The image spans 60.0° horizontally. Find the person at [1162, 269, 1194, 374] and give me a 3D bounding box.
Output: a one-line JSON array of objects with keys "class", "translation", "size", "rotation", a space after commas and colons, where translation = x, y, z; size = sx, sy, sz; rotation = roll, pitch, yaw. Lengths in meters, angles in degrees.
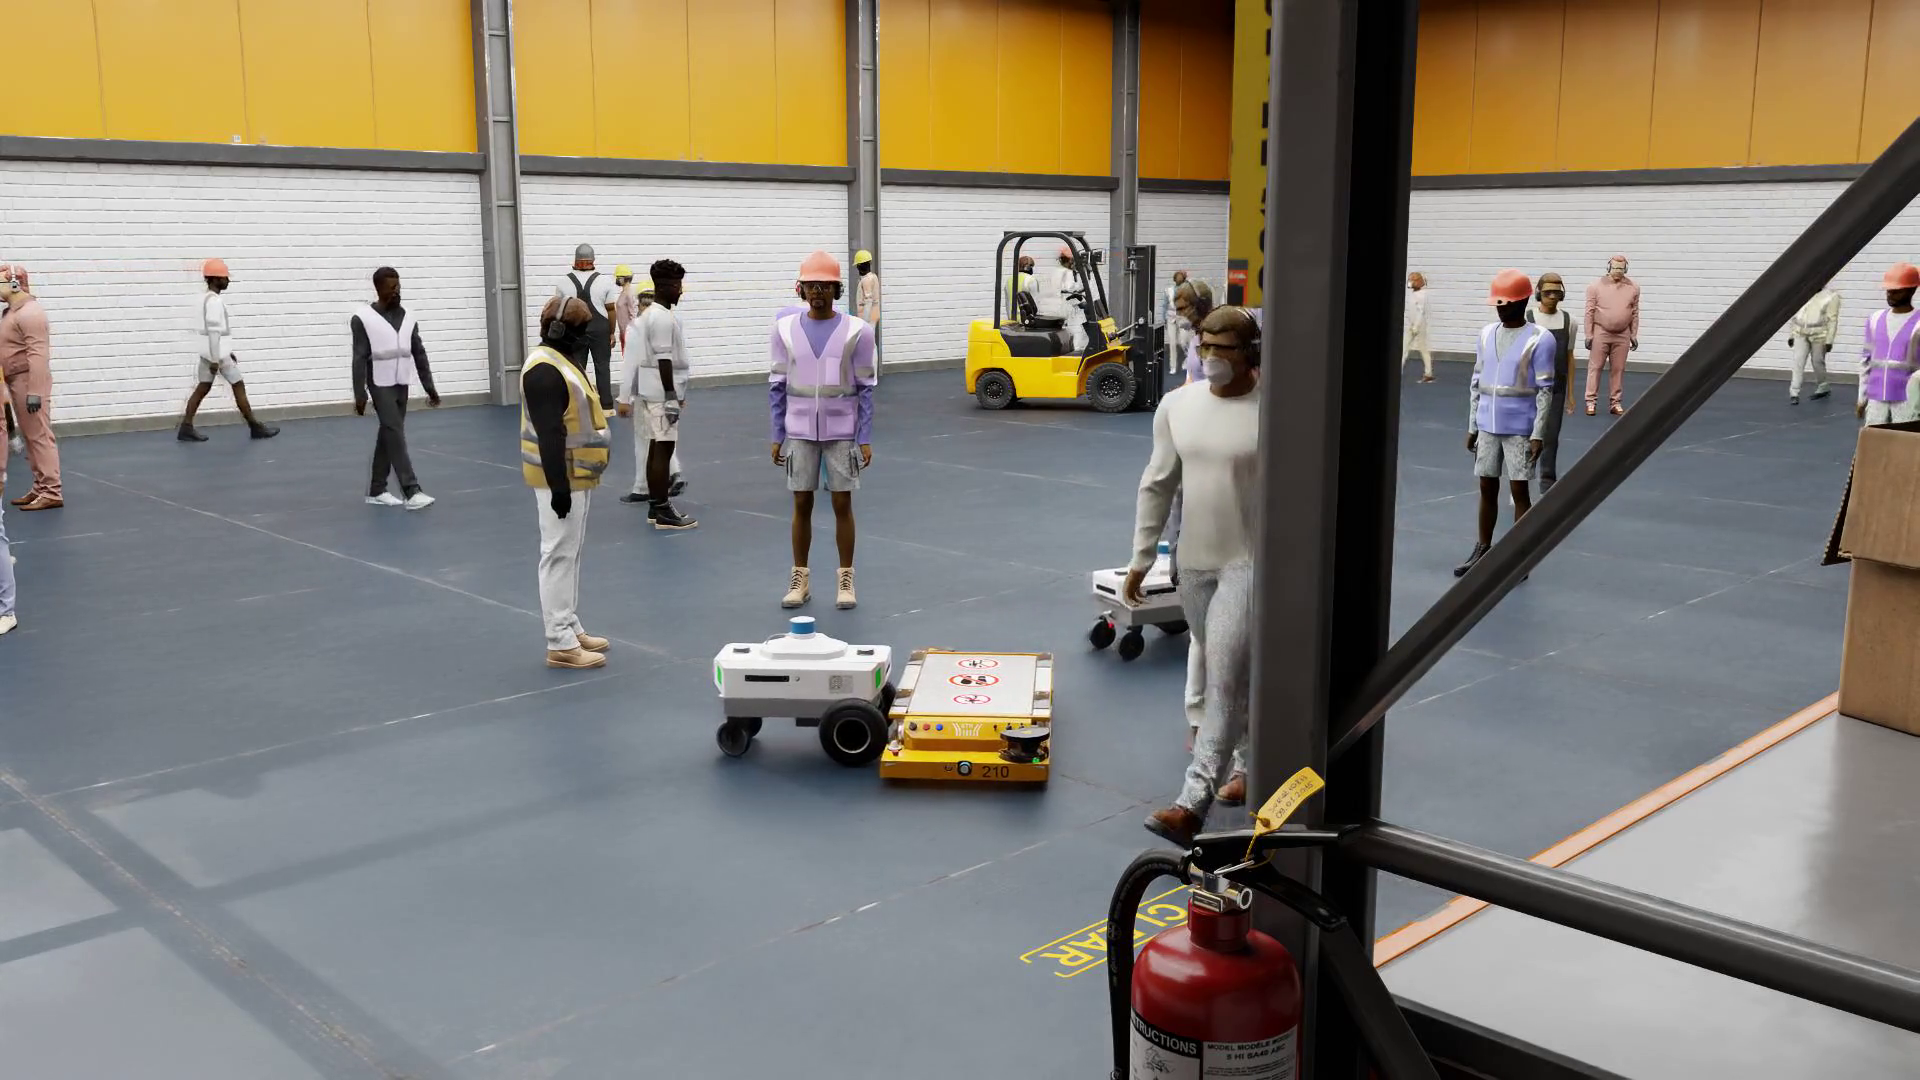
[{"class": "person", "translation": [3.375, -3.356, 25.590], "size": [0.528, 1.621, 0.403], "rotation": [5, 12, 26]}]

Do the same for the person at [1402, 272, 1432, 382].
[{"class": "person", "translation": [6.524, -3.074, 24.103], "size": [0.801, 1.594, 0.516], "rotation": [-2, 11, -10]}]

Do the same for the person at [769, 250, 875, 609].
[{"class": "person", "translation": [-0.790, -0.618, 9.500], "size": [0.607, 2.048, 0.369], "rotation": [1, 10, 4]}]

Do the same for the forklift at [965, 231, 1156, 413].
[{"class": "forklift", "translation": [1.222, -2.721, 20.561], "size": [2.313, 2.155, 1.214], "rotation": [2, 11, 13]}]

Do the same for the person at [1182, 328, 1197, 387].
[{"class": "person", "translation": [1.578, -0.600, 10.513], "size": [0.308, 1.640, 0.510], "rotation": [-6, 12, -31]}]

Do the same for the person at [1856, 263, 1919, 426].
[{"class": "person", "translation": [6.858, -1.058, 12.243], "size": [0.414, 1.930, 0.550], "rotation": [-7, 12, -32]}]

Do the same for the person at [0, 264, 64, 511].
[{"class": "person", "translation": [-7.292, -1.183, 12.963], "size": [0.402, 1.906, 0.652], "rotation": [-8, 13, -37]}]

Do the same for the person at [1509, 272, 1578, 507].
[{"class": "person", "translation": [4.561, -1.167, 13.040], "size": [0.514, 1.843, 0.327], "rotation": [0, 10, 1]}]

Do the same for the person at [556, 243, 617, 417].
[{"class": "person", "translation": [-4.362, -2.458, 19.545], "size": [0.682, 2.000, 0.537], "rotation": [0, 10, -3]}]

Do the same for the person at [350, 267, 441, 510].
[{"class": "person", "translation": [-4.351, -1.173, 12.964], "size": [0.925, 1.876, 0.615], "rotation": [5, 12, 27]}]

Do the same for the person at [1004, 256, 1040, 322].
[{"class": "person", "translation": [0.918, -3.086, 23.537], "size": [0.429, 1.837, 0.621], "rotation": [-9, 14, -41]}]

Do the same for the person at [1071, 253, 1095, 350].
[{"class": "person", "translation": [1.827, -3.662, 26.661], "size": [0.942, 1.843, 0.580], "rotation": [-4, 11, -23]}]

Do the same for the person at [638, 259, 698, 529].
[{"class": "person", "translation": [-2.159, -1.063, 12.156], "size": [0.373, 1.960, 0.601], "rotation": [-3, 11, -18]}]

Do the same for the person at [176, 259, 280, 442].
[{"class": "person", "translation": [-7.694, -1.960, 17.261], "size": [0.996, 1.890, 0.546], "rotation": [-8, 13, -37]}]

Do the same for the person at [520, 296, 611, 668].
[{"class": "person", "translation": [-1.953, -0.291, 8.295], "size": [0.429, 1.838, 0.621], "rotation": [-1, 10, -6]}]

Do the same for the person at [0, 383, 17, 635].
[{"class": "person", "translation": [-5.306, -0.351, 8.831], "size": [0.523, 1.760, 0.327], "rotation": [2, 11, 10]}]

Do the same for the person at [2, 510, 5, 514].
[{"class": "person", "translation": [-7.459, -1.018, 12.504], "size": [0.324, 1.743, 0.490], "rotation": [0, 10, 1]}]

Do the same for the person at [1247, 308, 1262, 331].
[{"class": "person", "translation": [4.895, -3.815, 27.394], "size": [0.801, 1.882, 0.660], "rotation": [-10, 14, -42]}]

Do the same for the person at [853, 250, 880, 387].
[{"class": "person", "translation": [-1.321, -3.123, 23.507], "size": [0.374, 1.919, 0.585], "rotation": [1, 10, 3]}]

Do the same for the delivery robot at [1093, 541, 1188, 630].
[{"class": "delivery robot", "translation": [1.045, 0.250, 8.580], "size": [0.707, 0.478, 0.477], "rotation": [-5, 12, -27]}]

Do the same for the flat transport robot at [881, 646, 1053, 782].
[{"class": "flat transport robot", "translation": [0.064, 0.711, 7.096], "size": [0.652, 0.197, 1.431], "rotation": [1, 10, 4]}]

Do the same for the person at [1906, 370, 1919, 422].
[{"class": "person", "translation": [5.874, -0.467, 9.907], "size": [0.509, 1.592, 0.881], "rotation": [-1, 10, -4]}]

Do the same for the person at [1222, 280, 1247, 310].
[{"class": "person", "translation": [3.531, -2.720, 21.400], "size": [0.340, 1.883, 0.586], "rotation": [3, 11, 14]}]

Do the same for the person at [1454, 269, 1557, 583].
[{"class": "person", "translation": [3.356, -0.695, 10.243], "size": [0.371, 1.928, 0.543], "rotation": [-8, 13, -38]}]

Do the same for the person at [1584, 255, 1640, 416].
[{"class": "person", "translation": [7.727, -2.419, 19.720], "size": [0.639, 1.902, 0.407], "rotation": [0, 10, 3]}]

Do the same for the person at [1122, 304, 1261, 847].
[{"class": "person", "translation": [0.901, 0.115, 5.941], "size": [0.645, 1.882, 1.016], "rotation": [9, 14, 42]}]

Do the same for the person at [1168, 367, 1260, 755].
[{"class": "person", "translation": [1.129, 0.057, 6.955], "size": [0.552, 1.621, 0.482], "rotation": [0, 10, -1]}]

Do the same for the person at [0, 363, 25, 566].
[{"class": "person", "translation": [-6.243, -0.628, 10.516], "size": [0.552, 1.696, 0.381], "rotation": [0, 10, 0]}]

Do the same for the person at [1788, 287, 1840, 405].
[{"class": "person", "translation": [10.849, -2.612, 21.146], "size": [0.885, 1.775, 0.629], "rotation": [-10, 14, -43]}]

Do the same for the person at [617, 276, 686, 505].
[{"class": "person", "translation": [-2.427, -1.174, 13.163], "size": [0.414, 1.809, 0.656], "rotation": [6, 12, 31]}]

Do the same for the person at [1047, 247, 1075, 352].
[{"class": "person", "translation": [1.470, -3.451, 25.243], "size": [1.131, 1.957, 0.617], "rotation": [-8, 13, -38]}]

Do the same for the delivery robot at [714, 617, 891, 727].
[{"class": "delivery robot", "translation": [-0.649, 0.561, 6.884], "size": [0.707, 0.478, 0.477], "rotation": [1, 10, 4]}]

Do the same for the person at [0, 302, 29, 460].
[{"class": "person", "translation": [-9.115, -1.638, 15.723], "size": [1.008, 1.801, 0.531], "rotation": [0, 10, 1]}]

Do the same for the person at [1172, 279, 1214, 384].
[{"class": "person", "translation": [1.398, -0.561, 9.662], "size": [0.930, 1.872, 0.691], "rotation": [0, 10, -2]}]

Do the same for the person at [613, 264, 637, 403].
[{"class": "person", "translation": [-4.265, -2.639, 21.281], "size": [0.315, 1.770, 0.524], "rotation": [-5, 11, -25]}]

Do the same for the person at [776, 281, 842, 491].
[{"class": "person", "translation": [-1.239, -1.321, 13.876], "size": [0.565, 1.846, 0.389], "rotation": [-1, 10, -4]}]
